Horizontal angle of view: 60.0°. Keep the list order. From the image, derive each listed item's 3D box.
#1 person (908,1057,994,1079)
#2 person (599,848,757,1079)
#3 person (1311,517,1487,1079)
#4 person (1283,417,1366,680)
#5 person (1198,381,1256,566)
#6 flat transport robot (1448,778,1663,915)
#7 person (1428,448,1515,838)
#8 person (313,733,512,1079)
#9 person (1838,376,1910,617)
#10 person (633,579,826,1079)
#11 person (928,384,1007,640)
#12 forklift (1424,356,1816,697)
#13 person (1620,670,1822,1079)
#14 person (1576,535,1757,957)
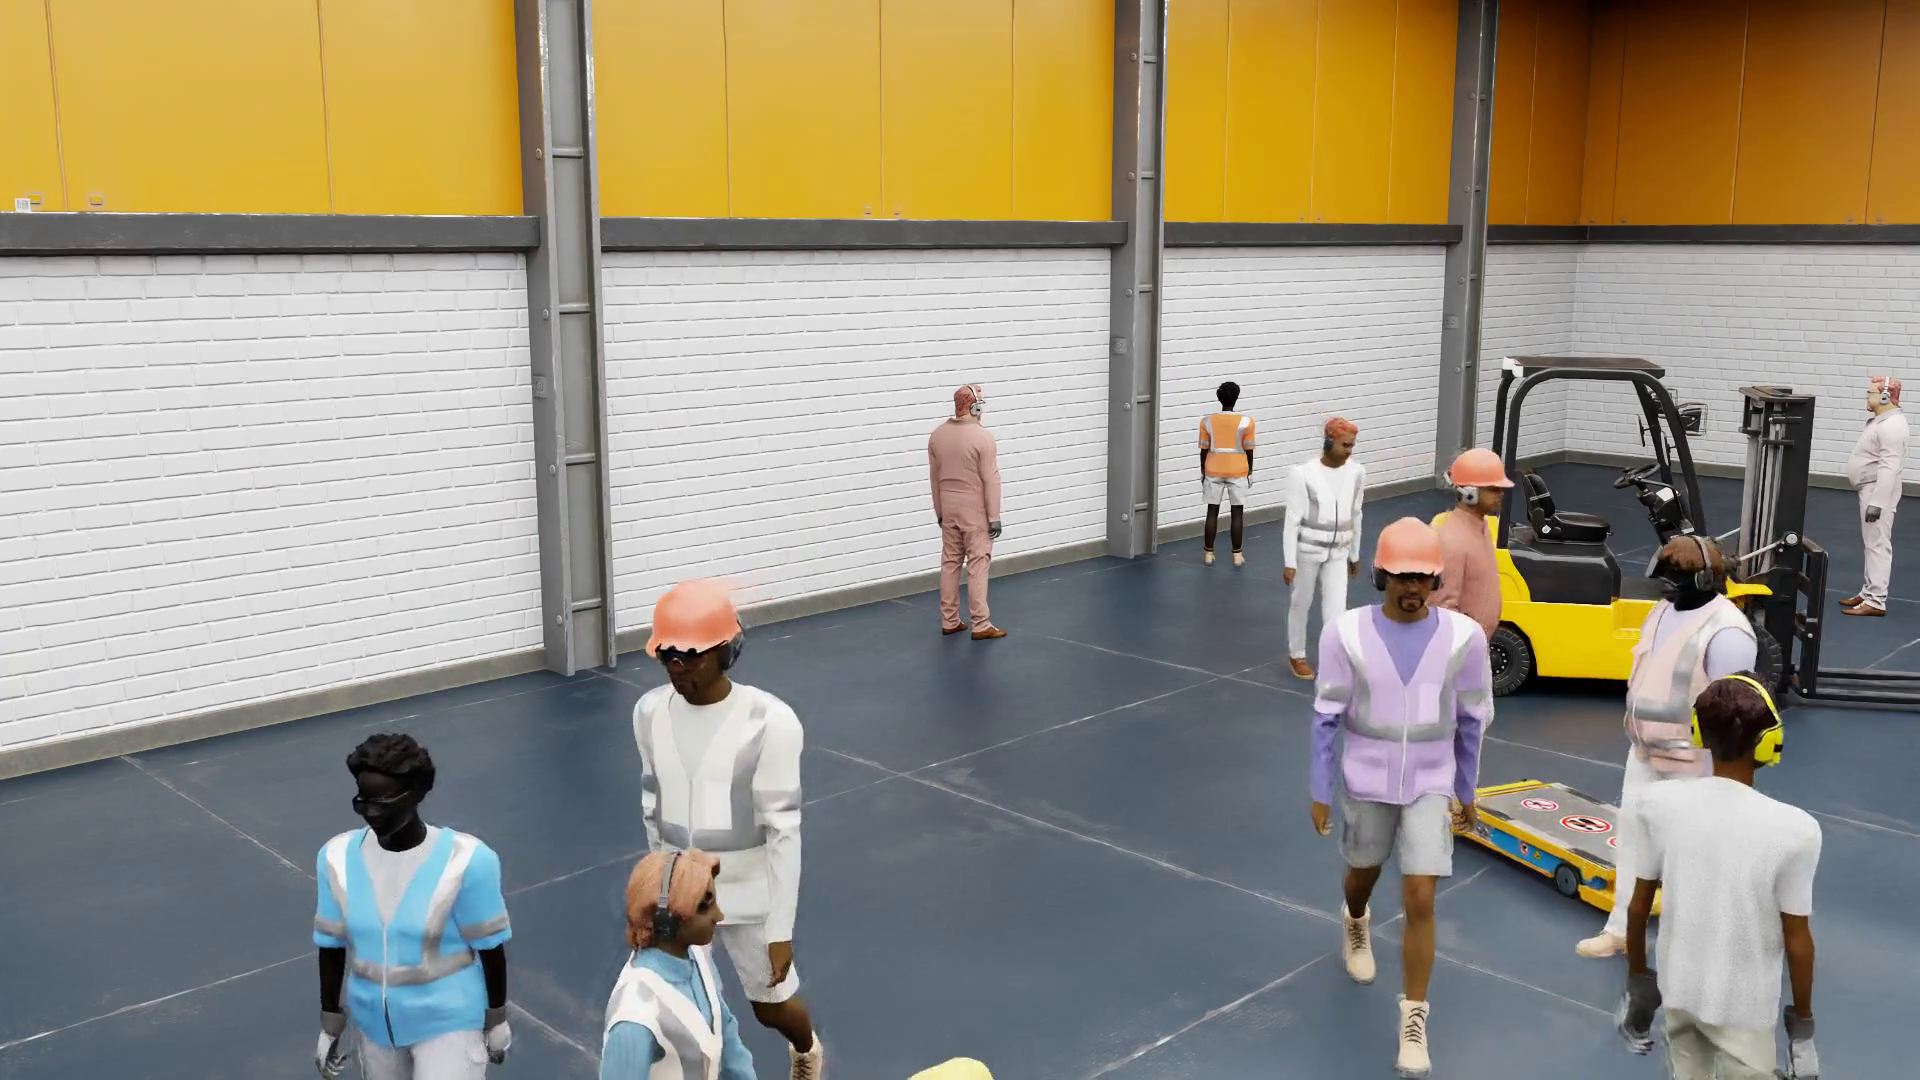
[{"bbox_3d":[0.010,1.651,2.741,0.553,1.732,0.810,10,14,42],"label":"person"},{"bbox_3d":[-0.716,1.496,4.024,0.883,1.588,0.521,0,10,1],"label":"person"},{"bbox_3d":[1.639,0.875,6.303,0.620,2.009,0.997,2,11,9],"label":"person"},{"bbox_3d":[2.403,0.101,10.989,0.606,1.830,0.972,-3,11,-15],"label":"person"},{"bbox_3d":[2.432,-0.603,15.199,0.530,1.689,0.321,4,11,22],"label":"person"},{"bbox_3d":[2.931,1.429,7.983,0.652,0.197,1.431,-4,11,-22],"label":"flat transport robot"},{"bbox_3d":[2.467,0.514,8.305,0.653,1.982,0.631,5,12,27],"label":"person"},{"bbox_3d":[-1.511,1.341,4.607,0.535,1.684,0.375,3,11,14],"label":"person"},{"bbox_3d":[7.255,-0.348,13.205,0.406,1.911,0.639,5,12,26],"label":"person"},{"bbox_3d":[-0.703,1.072,5.231,0.614,2.012,0.969,4,11,22],"label":"person"},{"bbox_3d":[0.072,-0.209,12.447,0.639,1.910,0.407,9,14,41],"label":"person"},{"bbox_3d":[4.276,-0.101,11.076,2.313,2.155,1.214,2,11,13],"label":"forklift"},{"bbox_3d":[2.032,1.275,4.502,0.630,1.857,0.533,-8,13,-36],"label":"person"},{"bbox_3d":[3.030,0.872,6.824,0.794,1.820,0.631,-1,10,-8],"label":"person"}]
